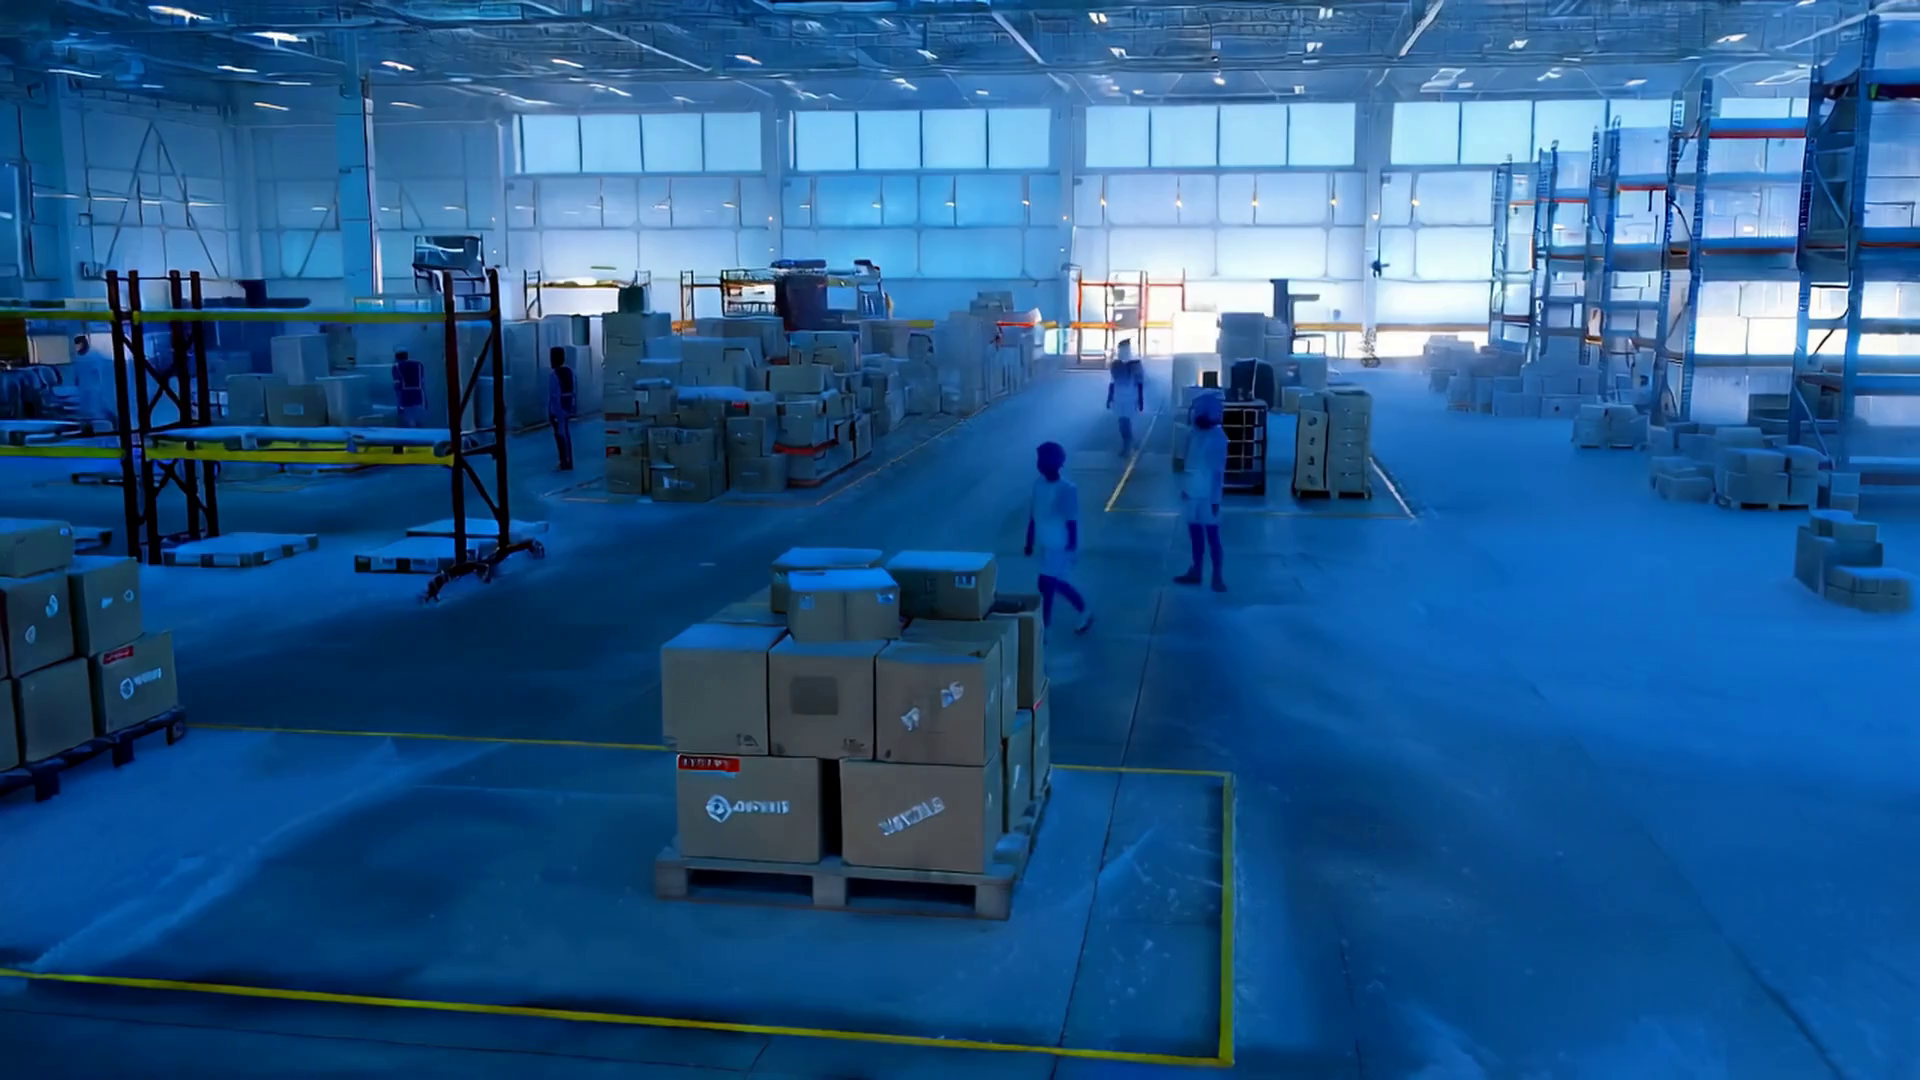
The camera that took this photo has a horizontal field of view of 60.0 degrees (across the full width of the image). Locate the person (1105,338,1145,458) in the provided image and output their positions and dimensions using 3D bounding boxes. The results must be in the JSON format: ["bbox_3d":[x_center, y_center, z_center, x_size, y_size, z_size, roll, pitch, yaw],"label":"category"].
[{"bbox_3d":[2.669,-2.293,26.939,0.608,1.942,0.509,7,12,37],"label":"person"}]

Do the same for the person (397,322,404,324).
[{"bbox_3d":[-15.262,-5.266,45.464,0.360,1.882,0.575,1,9,8],"label":"person"}]

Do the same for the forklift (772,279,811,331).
[{"bbox_3d":[-4.257,-5.229,42.164,1.129,2.768,1.873,4,10,24],"label":"forklift"}]

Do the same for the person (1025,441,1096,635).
[{"bbox_3d":[0.801,0.012,13.562,0.800,1.663,0.535,-5,11,-30],"label":"person"}]

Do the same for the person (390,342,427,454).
[{"bbox_3d":[-8.730,-2.193,26.503,0.597,1.895,0.809,-7,12,-39],"label":"person"}]

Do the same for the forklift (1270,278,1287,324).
[{"bbox_3d":[8.265,-5.390,43.158,1.873,2.768,1.129,1,9,9],"label":"forklift"}]

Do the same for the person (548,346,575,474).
[{"bbox_3d":[-5.952,-1.935,24.807,0.392,1.919,0.592,1,9,3],"label":"person"}]

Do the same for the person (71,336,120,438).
[{"bbox_3d":[-15.208,-2.631,29.141,0.630,1.916,0.879,2,9,11],"label":"person"}]

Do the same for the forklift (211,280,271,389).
[{"bbox_3d":[-15.164,-4.224,35.965,1.873,2.768,1.129,-3,10,-16],"label":"forklift"}]

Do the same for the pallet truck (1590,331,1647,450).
[{"bbox_3d":[11.253,-2.573,28.499,0.823,1.965,1.885,5,10,27],"label":"pallet truck"}]

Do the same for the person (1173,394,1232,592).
[{"bbox_3d":[2.271,-0.455,15.811,0.379,1.886,0.693,-6,11,-35],"label":"person"}]

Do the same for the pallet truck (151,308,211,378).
[{"bbox_3d":[-21.869,-5.598,47.154,0.823,1.965,1.885,4,10,26],"label":"pallet truck"}]
